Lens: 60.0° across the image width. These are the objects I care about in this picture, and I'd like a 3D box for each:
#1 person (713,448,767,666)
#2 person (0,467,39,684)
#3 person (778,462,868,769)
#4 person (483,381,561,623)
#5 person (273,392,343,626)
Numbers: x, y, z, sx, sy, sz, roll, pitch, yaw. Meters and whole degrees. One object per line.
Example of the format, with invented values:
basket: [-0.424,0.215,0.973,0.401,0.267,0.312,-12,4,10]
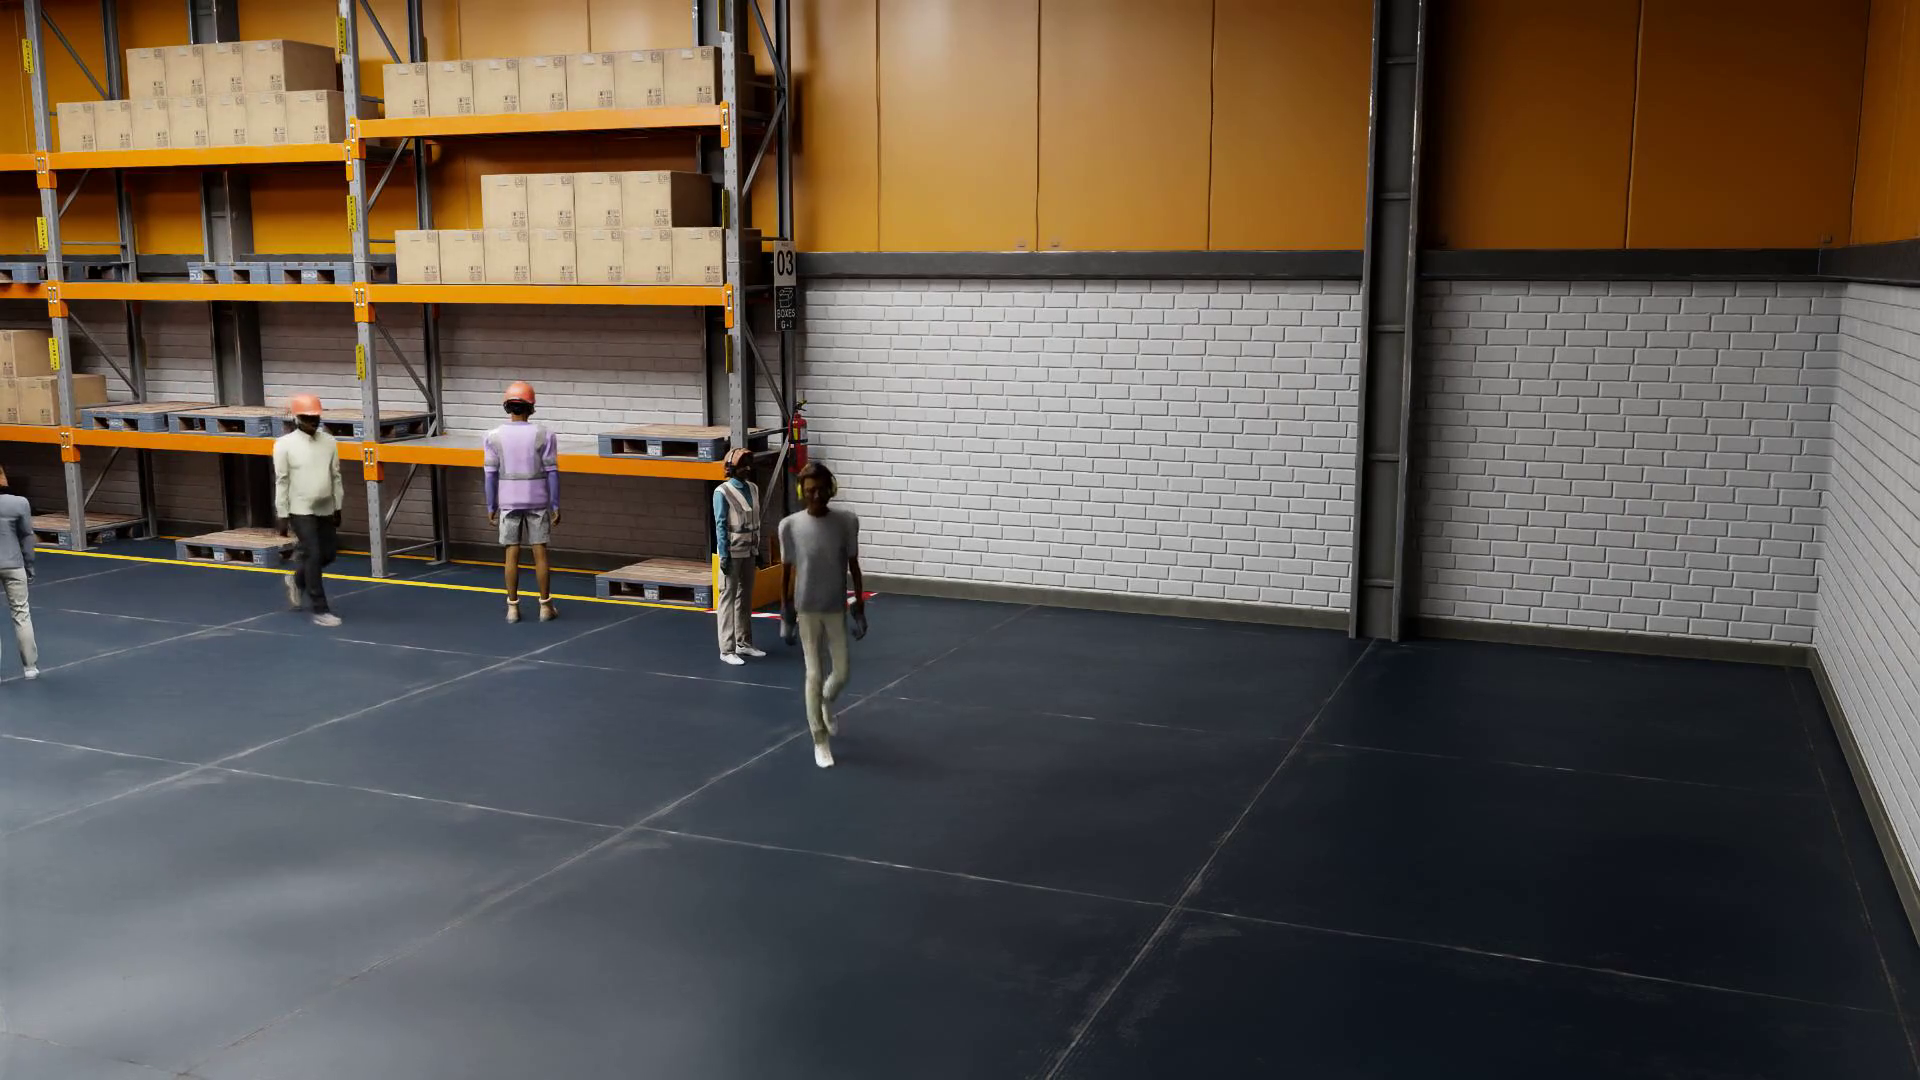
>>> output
person: [-1.683,0.118,12.641,0.308,1.640,0.510,5,10,26]
person: [-6.946,0.228,11.995,0.501,1.631,0.286,-7,12,-37]
person: [-0.846,0.423,10.136,0.548,1.853,0.584,-3,10,-15]
person: [-3.687,-0.318,14.061,0.615,2.040,0.391,-1,9,-8]
person: [-5.524,-0.275,14.037,0.791,1.969,0.623,6,11,33]
